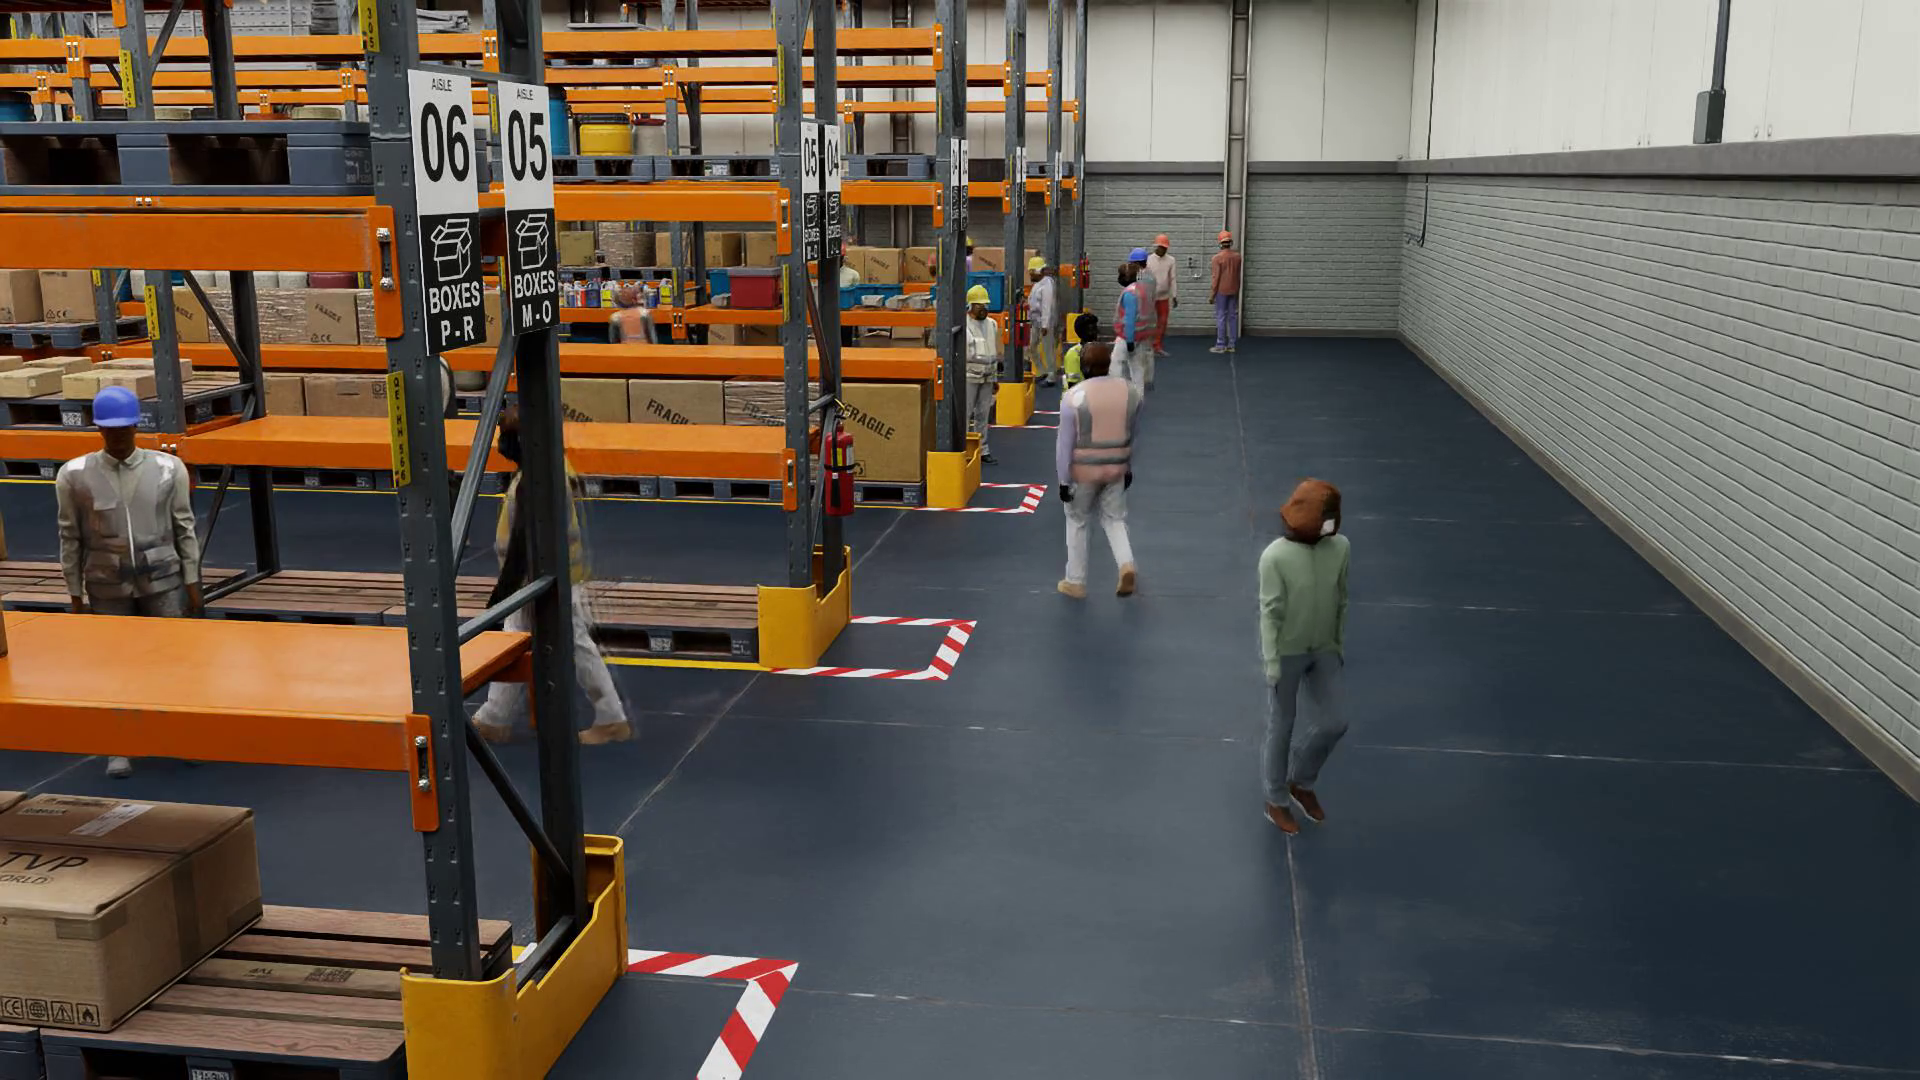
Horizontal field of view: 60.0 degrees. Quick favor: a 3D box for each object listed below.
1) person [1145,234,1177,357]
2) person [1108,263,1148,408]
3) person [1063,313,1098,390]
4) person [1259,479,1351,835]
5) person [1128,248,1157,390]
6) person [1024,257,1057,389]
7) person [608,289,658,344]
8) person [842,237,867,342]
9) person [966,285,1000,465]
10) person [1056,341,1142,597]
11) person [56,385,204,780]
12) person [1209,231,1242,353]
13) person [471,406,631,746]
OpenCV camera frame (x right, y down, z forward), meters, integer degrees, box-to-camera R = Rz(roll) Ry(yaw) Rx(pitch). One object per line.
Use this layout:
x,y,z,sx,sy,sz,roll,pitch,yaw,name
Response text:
3.149,-3.893,26.596,0.651,1.976,0.443,-5,13,-21,person
2.008,-2.560,20.925,0.725,1.820,0.645,5,13,20,person
1.122,-1.214,15.131,0.322,1.697,0.533,8,15,32,person
1.539,0.525,7.443,0.523,1.623,0.363,-5,13,-20,person
2.436,-2.973,22.526,0.410,1.939,0.605,9,15,34,person
1.136,-2.975,22.868,0.447,1.802,0.700,-4,13,-16,person
-3.845,-2.159,19.630,0.582,1.598,0.329,-3,13,-13,person
-1.792,-4.040,27.473,0.455,1.890,0.700,-9,16,-36,person
0.170,-1.643,16.760,0.588,1.833,0.404,-11,17,-41,person
0.946,-0.467,11.473,0.633,1.818,0.658,-5,13,-20,person
-4.057,0.204,8.168,0.606,1.947,0.397,-7,14,-29,person
4.362,-4.082,27.415,0.613,1.991,0.392,-8,15,-32,person
-2.167,0.208,8.505,0.946,1.798,0.630,-4,13,-17,person
